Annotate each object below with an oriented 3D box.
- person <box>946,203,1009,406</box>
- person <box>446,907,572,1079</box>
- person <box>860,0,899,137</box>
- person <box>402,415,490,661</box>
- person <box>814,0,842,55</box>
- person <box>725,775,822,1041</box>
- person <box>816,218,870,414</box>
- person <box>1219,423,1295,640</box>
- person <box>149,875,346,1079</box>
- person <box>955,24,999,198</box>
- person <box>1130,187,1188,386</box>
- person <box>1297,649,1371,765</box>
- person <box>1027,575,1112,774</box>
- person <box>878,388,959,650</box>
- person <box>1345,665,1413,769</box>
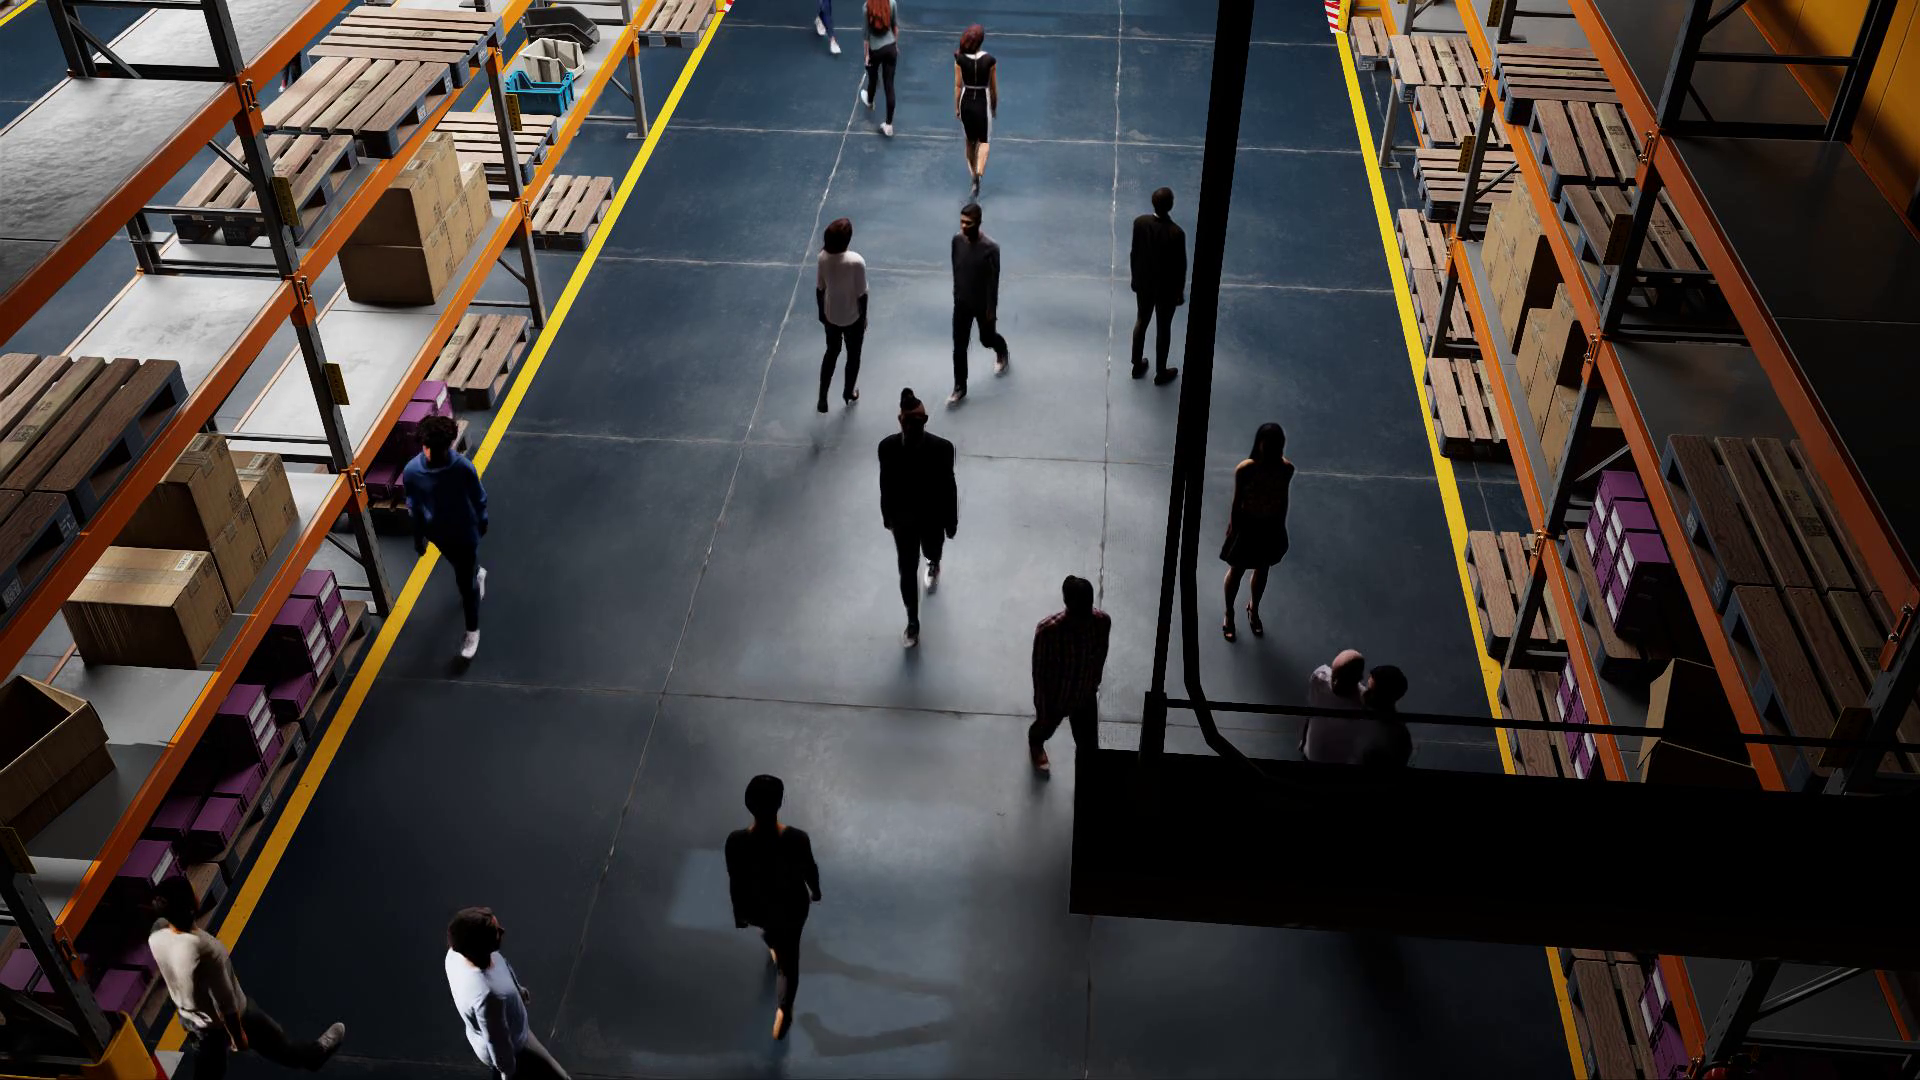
[{"bbox_3d":[0.176,-2.029,13.976,0.879,1.734,1.176,17,42,20],"label":"person"},{"bbox_3d":[-2.331,2.484,8.208,0.852,1.880,0.767,-20,43,-23],"label":"person"},{"bbox_3d":[-0.822,-5.218,18.000,0.928,1.696,1.202,-13,40,-16],"label":"person"},{"bbox_3d":[-3.521,-0.148,11.584,0.698,1.780,1.157,1,39,1],"label":"person"},{"bbox_3d":[-1.639,-6.801,19.953,0.942,1.732,1.238,-13,40,-16],"label":"person"},{"bbox_3d":[-1.002,1.995,8.983,0.657,1.678,1.073,0,39,0],"label":"person"},{"bbox_3d":[-0.985,-1.763,13.607,0.742,1.779,0.955,12,40,15],"label":"person"},{"bbox_3d":[2.043,-0.054,11.470,0.740,1.774,0.758,-7,39,-8],"label":"person"},{"bbox_3d":[-3.817,2.439,8.348,0.953,1.776,1.199,19,42,22],"label":"person"},{"bbox_3d":[0.153,-4.265,16.736,0.605,1.784,0.892,5,39,6],"label":"person"},{"bbox_3d":[1.667,-2.154,14.081,0.743,1.799,0.742,24,44,27],"label":"person"},{"bbox_3d":[2.253,1.283,9.764,0.989,1.816,0.931,-24,45,-27],"label":"person"},{"bbox_3d":[0.632,0.900,10.302,0.977,1.742,1.241,-11,40,-14],"label":"person"},{"bbox_3d":[-0.268,-0.249,11.601,0.701,1.915,1.160,3,39,4],"label":"person"},{"bbox_3d":[2.363,1.433,9.539,0.797,1.862,0.638,-10,40,-12],"label":"person"}]
